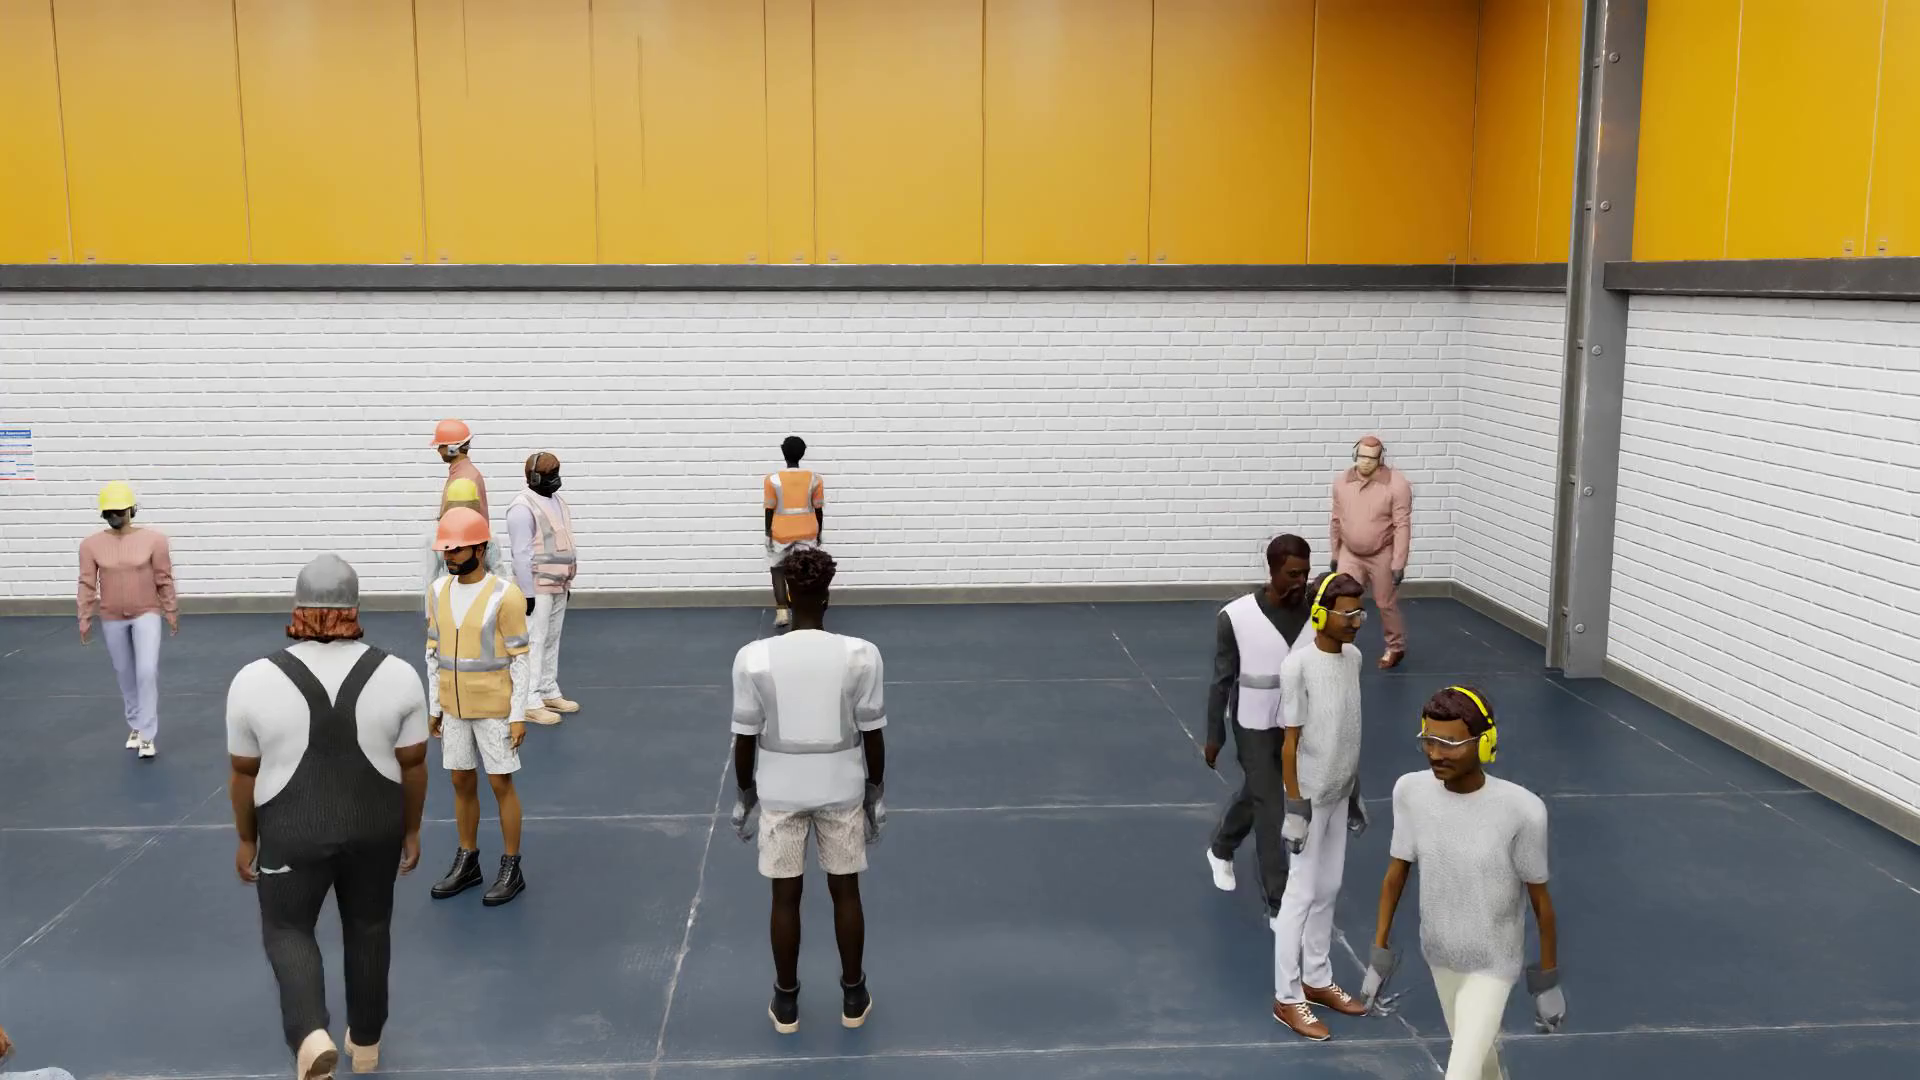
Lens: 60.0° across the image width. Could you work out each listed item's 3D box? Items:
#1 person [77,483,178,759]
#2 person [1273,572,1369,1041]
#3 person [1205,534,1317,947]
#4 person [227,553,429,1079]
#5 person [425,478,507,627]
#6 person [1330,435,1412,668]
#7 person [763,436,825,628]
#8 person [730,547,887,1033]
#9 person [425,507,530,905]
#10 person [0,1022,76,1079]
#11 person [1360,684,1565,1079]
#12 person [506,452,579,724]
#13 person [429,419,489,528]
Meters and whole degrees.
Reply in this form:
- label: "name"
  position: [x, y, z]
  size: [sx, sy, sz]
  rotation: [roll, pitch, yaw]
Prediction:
- label: "person"
  position: [-5.247, 0.512, 10.452]
  size: [0.546, 1.734, 0.795]
  rotation: [-2, 9, -13]
- label: "person"
  position: [1.491, 1.052, 6.686]
  size: [0.391, 1.866, 0.545]
  rotation: [9, 12, 43]
- label: "person"
  position: [1.438, 0.861, 7.890]
  size: [0.597, 1.866, 1.005]
  rotation: [-4, 10, -22]
- label: "person"
  position: [-2.307, 1.047, 6.145]
  size: [0.692, 2.000, 0.685]
  rotation: [-5, 10, -26]
- label: "person"
  position: [-3.197, 0.442, 10.964]
  size: [0.497, 1.709, 0.846]
  rotation: [2, 9, 11]
- label: "person"
  position: [3.091, 0.122, 12.589]
  size: [0.687, 1.857, 1.021]
  rotation: [6, 11, 35]
- label: "person"
  position: [-1.413, -0.048, 14.141]
  size: [0.545, 1.684, 0.402]
  rotation: [-3, 9, -16]
- label: "person"
  position: [-0.595, 1.001, 6.663]
  size: [0.613, 1.963, 0.361]
  rotation: [-1, 9, -7]
- label: "person"
  position: [-2.345, 0.799, 8.020]
  size: [0.553, 1.935, 0.365]
  rotation: [3, 10, 20]
- label: "person"
  position: [-2.099, 1.693, 3.540]
  size: [0.516, 1.587, 0.831]
  rotation: [-6, 11, -34]
- label: "person"
  position: [1.524, 1.324, 5.123]
  size: [1.025, 1.800, 0.517]
  rotation: [-8, 12, -40]
- label: "person"
  position: [-2.828, 0.316, 11.359]
  size: [0.430, 1.843, 0.625]
  rotation: [2, 9, 12]
- label: "person"
  position: [-3.670, 0.096, 12.275]
  size: [0.392, 1.989, 0.610]
  rotation: [-4, 10, -25]
